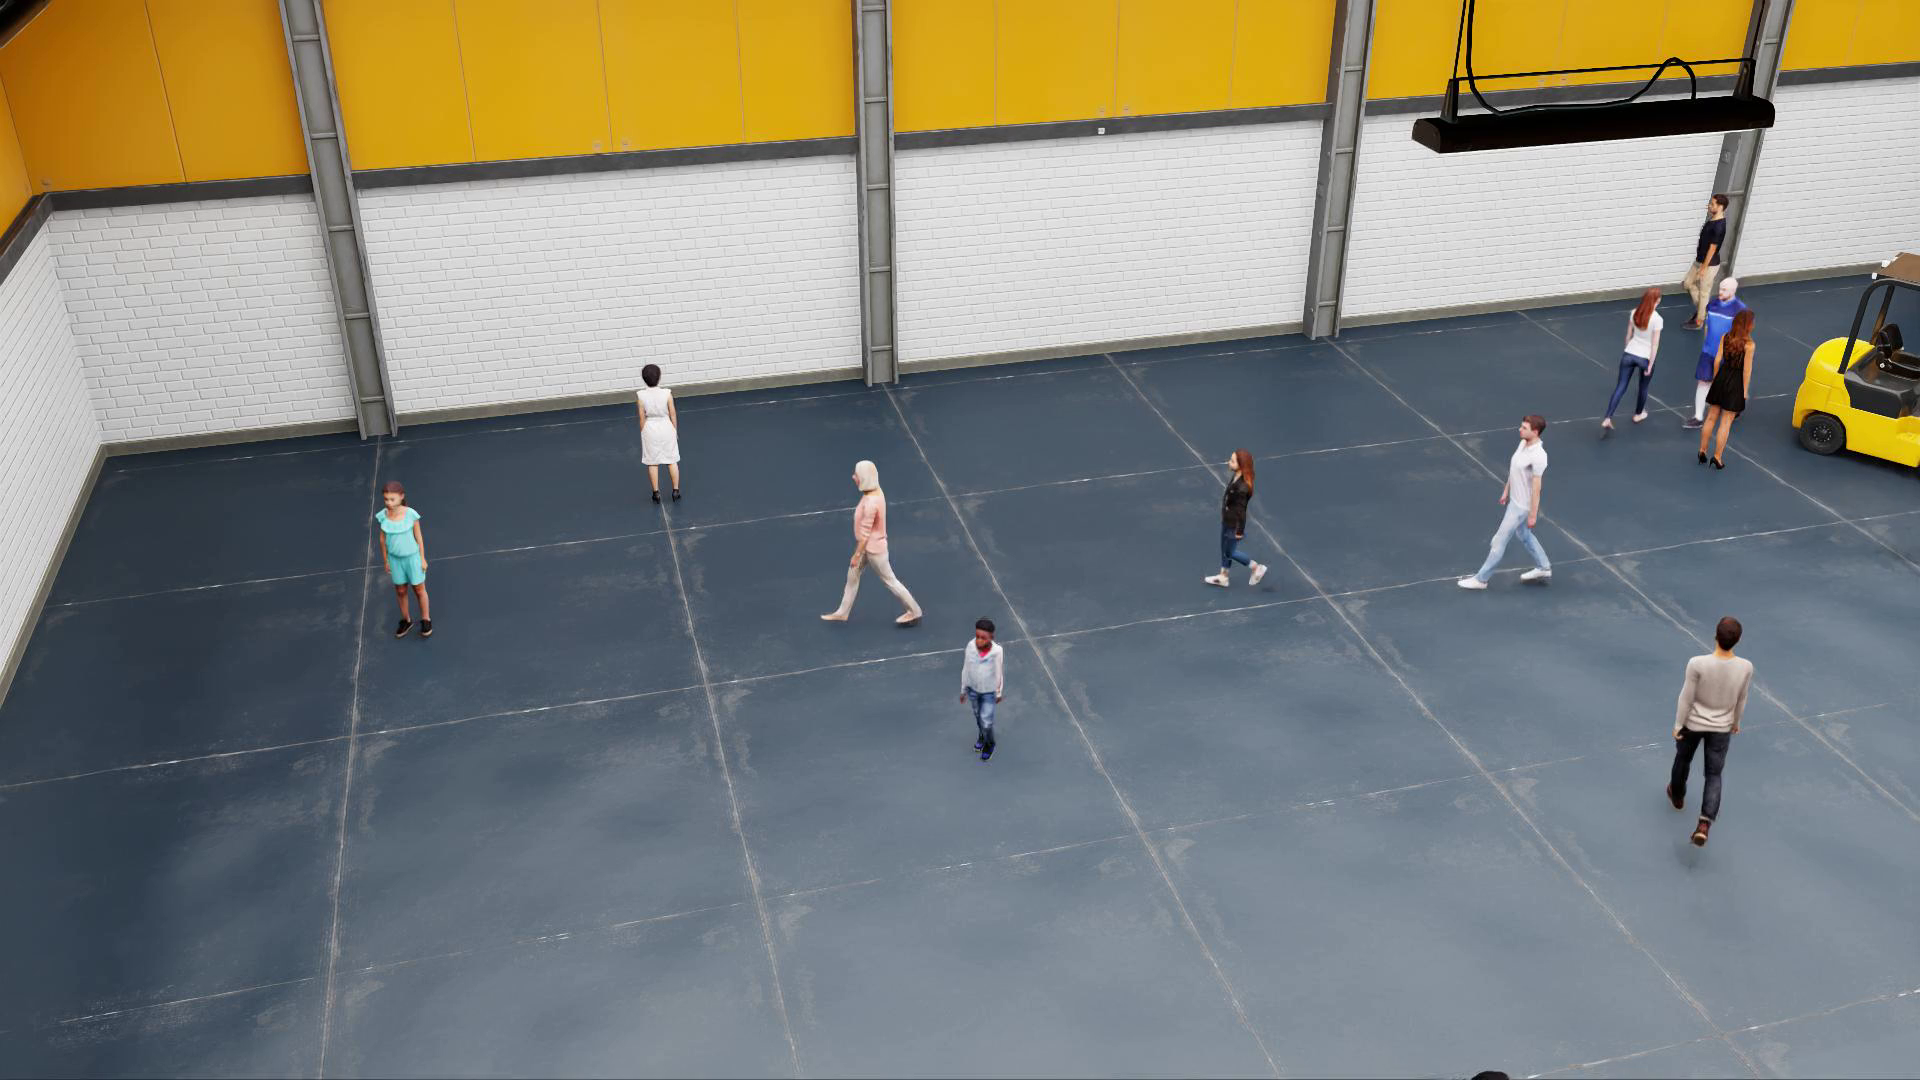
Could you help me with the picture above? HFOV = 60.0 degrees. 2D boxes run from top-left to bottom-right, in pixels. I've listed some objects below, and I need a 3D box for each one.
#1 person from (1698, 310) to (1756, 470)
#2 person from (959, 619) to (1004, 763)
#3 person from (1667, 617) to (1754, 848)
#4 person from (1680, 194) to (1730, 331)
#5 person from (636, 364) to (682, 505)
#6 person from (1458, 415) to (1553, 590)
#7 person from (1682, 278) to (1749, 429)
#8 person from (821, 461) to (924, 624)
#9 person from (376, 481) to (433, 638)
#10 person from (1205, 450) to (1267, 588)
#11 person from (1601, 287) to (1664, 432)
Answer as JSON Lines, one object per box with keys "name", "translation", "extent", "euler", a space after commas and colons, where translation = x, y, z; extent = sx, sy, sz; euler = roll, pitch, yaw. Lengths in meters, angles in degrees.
{"name": "person", "translation": [8.424, -1.655, 18.257], "extent": [0.623, 1.835, 0.643], "euler": [-17, 33, -29]}
{"name": "person", "translation": [0.219, 1.173, 13.687], "extent": [0.602, 1.246, 0.662], "euler": [15, 32, 25]}
{"name": "person", "translation": [5.661, 1.454, 12.547], "extent": [1.204, 1.845, 1.089], "euler": [6, 29, 11]}
{"name": "person", "translation": [9.923, -3.640, 21.881], "extent": [0.780, 1.849, 0.774], "euler": [5, 29, 9]}
{"name": "person", "translation": [-3.184, -1.123, 17.577], "extent": [0.478, 1.552, 0.632], "euler": [-5, 29, -9]}
{"name": "person", "translation": [5.440, -0.335, 15.867], "extent": [1.255, 1.806, 0.918], "euler": [2, 29, 3]}
{"name": "person", "translation": [8.830, -2.155, 19.190], "extent": [1.129, 1.818, 0.890], "euler": [-18, 34, -30]}
{"name": "person", "translation": [-0.705, 0.079, 15.250], "extent": [1.221, 1.669, 0.753], "euler": [-2, 29, -4]}
{"name": "person", "translation": [-5.076, 0.161, 15.217], "extent": [0.518, 1.558, 0.648], "euler": [-1, 29, -3]}
{"name": "person", "translation": [2.695, -0.190, 15.952], "extent": [0.870, 1.470, 0.703], "euler": [1, 29, 2]}
{"name": "person", "translation": [7.731, -2.039, 19.097], "extent": [0.949, 1.705, 1.197], "euler": [25, 38, 38]}
